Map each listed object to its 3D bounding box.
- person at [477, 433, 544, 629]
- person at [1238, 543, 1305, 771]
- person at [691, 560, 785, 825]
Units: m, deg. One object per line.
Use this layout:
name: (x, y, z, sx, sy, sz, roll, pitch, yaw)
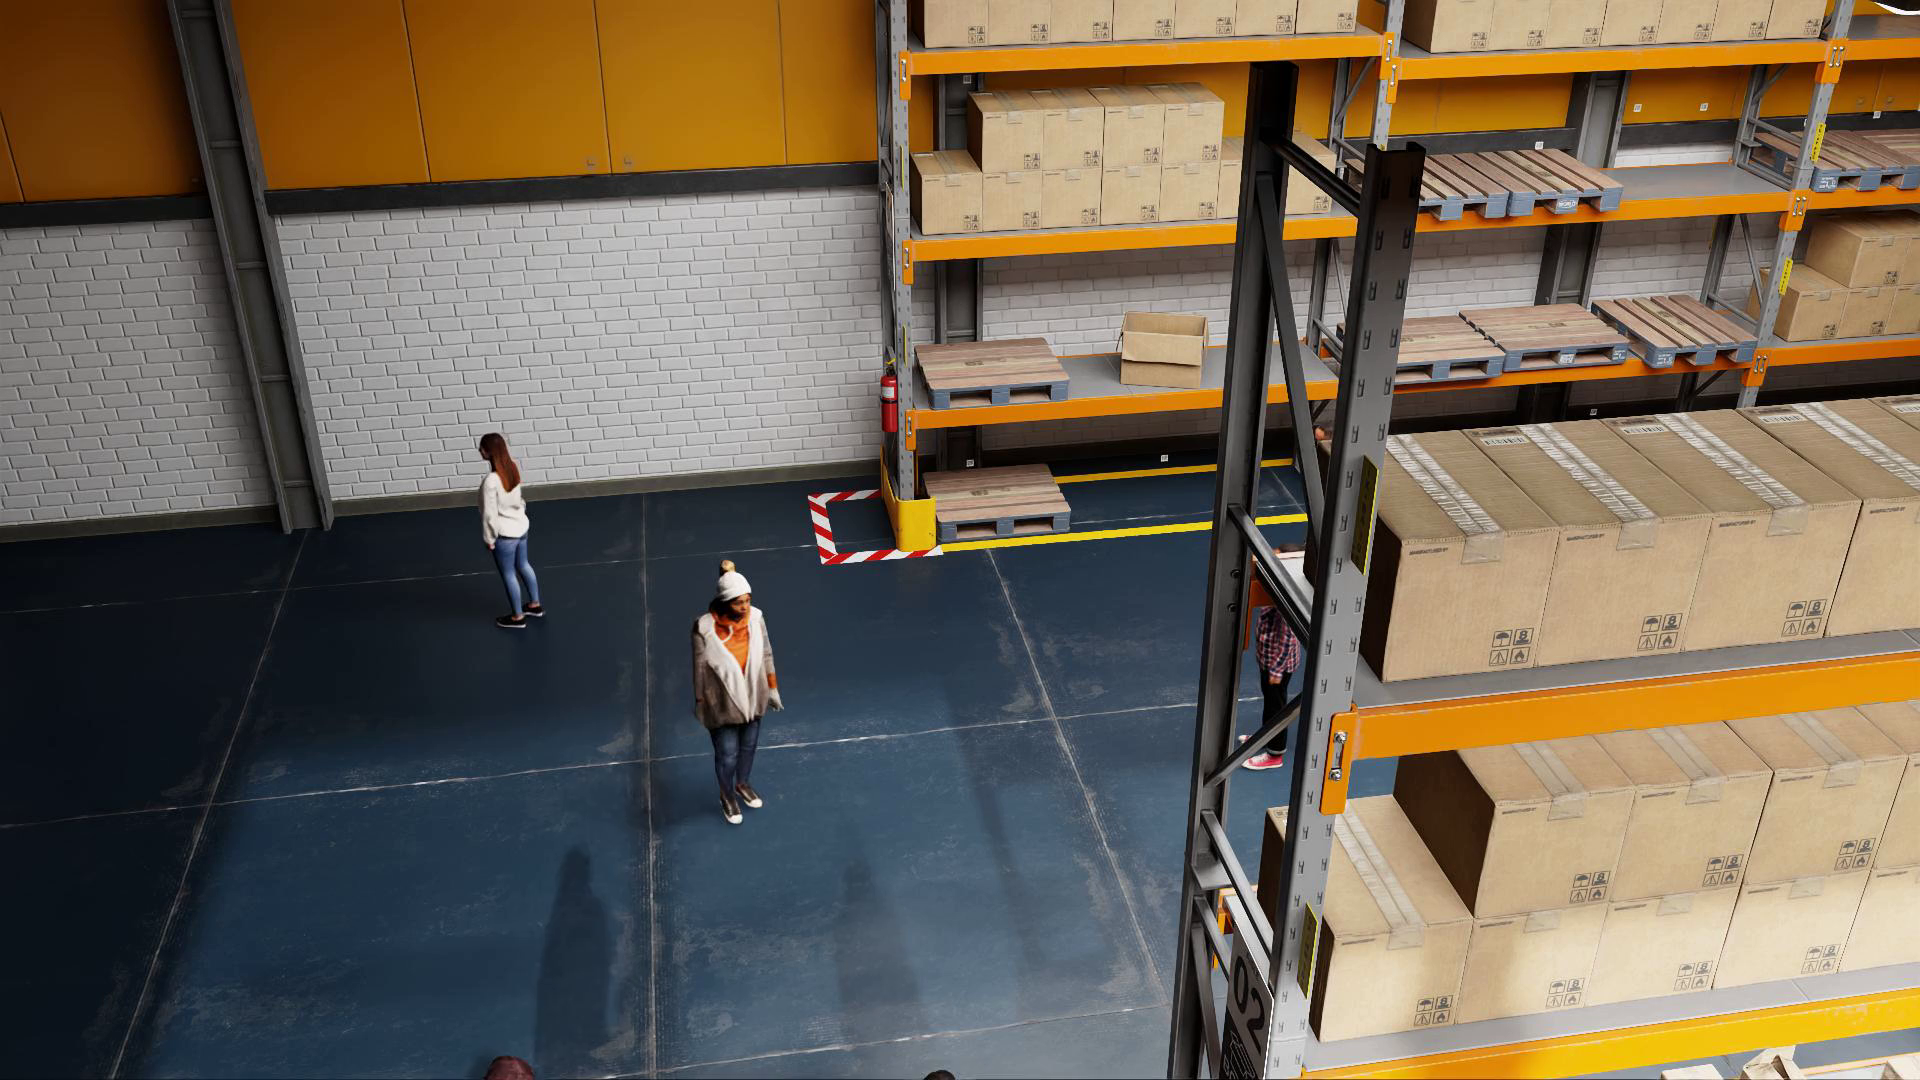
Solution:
person: (-3.582, -0.083, 13.254, 0.708, 1.689, 0.710, 8, 30, 15)
person: (2.210, 0.785, 11.588, 0.686, 1.760, 0.748, 2, 29, 4)
person: (-1.556, 0.964, 11.133, 0.773, 1.883, 0.897, -19, 34, -31)
